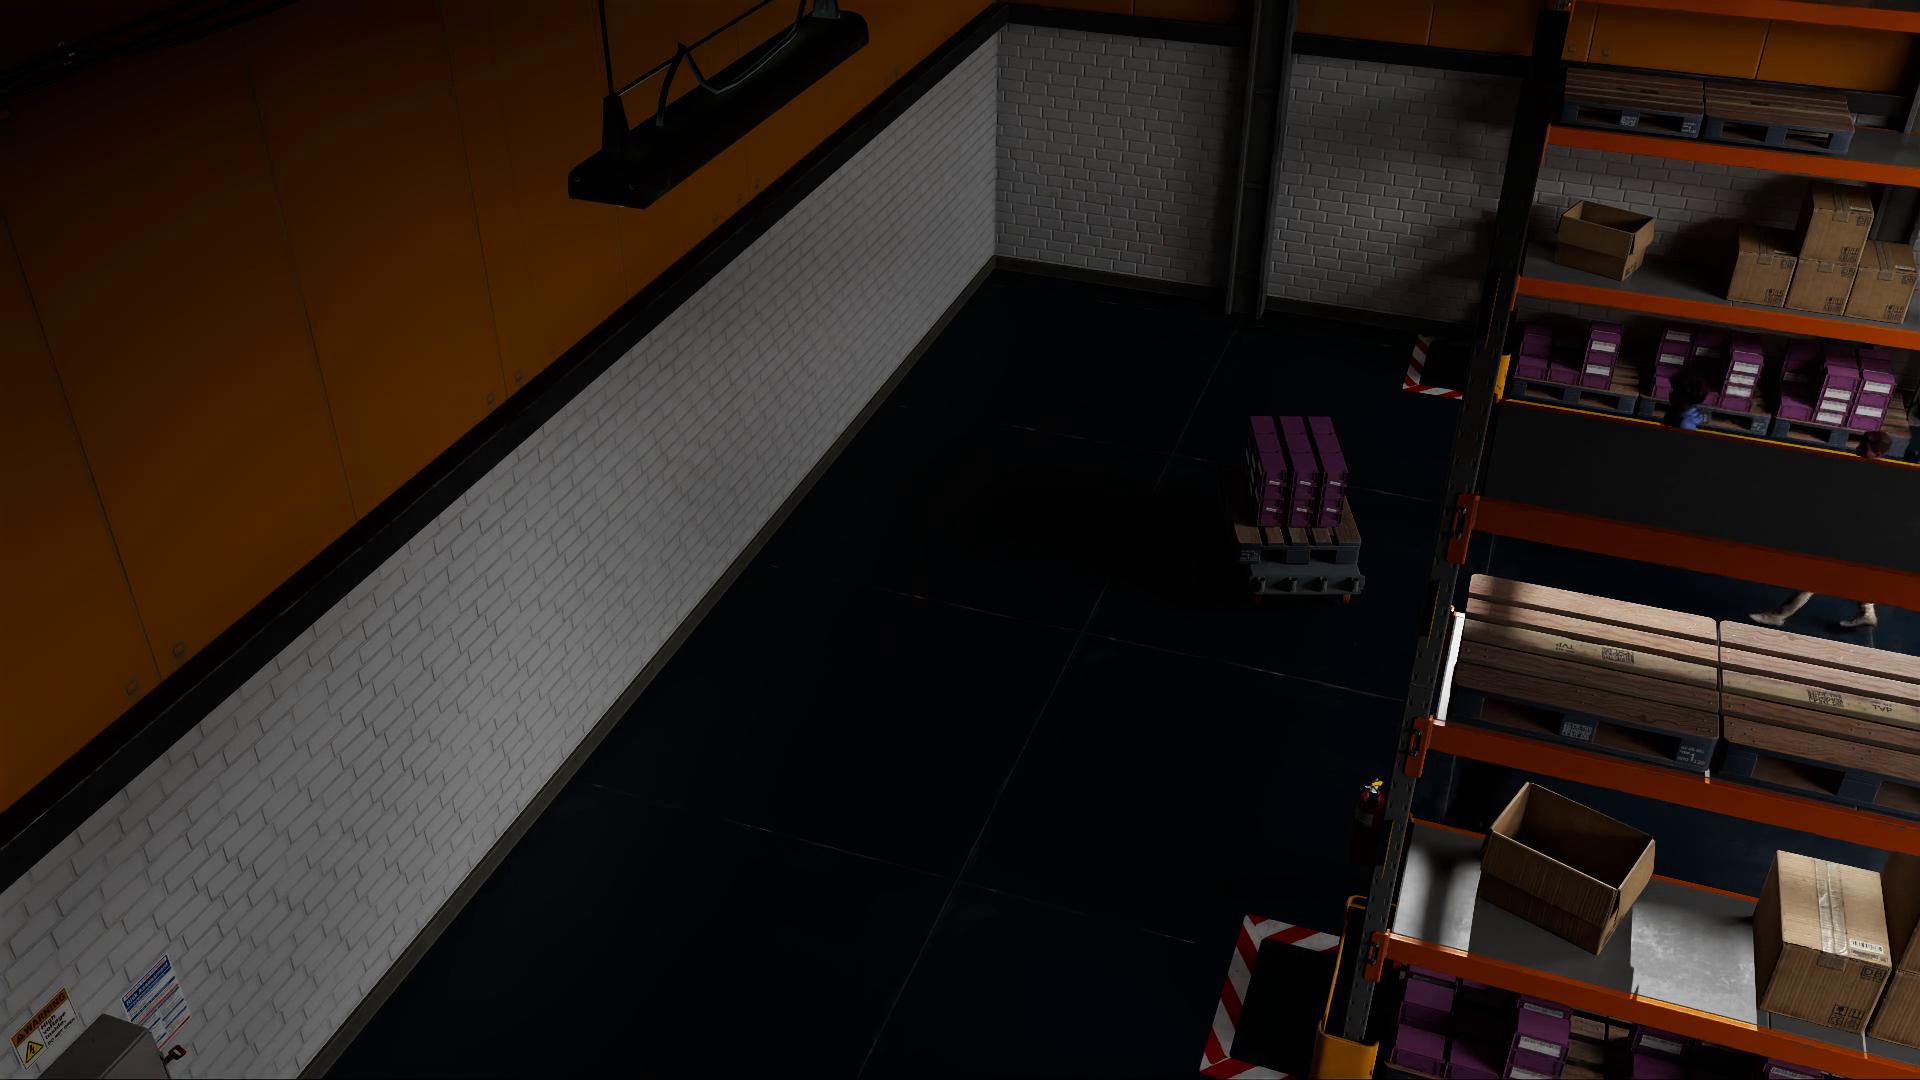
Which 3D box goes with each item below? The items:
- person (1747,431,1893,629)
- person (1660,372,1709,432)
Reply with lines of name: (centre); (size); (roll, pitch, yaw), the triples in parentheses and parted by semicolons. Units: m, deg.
person: (7.010, -0.016, 12.976); (1.286, 1.803, 0.828); (5, 34, 7)
person: (5.968, -0.557, 13.813); (1.080, 1.776, 0.718); (14, 36, 20)
